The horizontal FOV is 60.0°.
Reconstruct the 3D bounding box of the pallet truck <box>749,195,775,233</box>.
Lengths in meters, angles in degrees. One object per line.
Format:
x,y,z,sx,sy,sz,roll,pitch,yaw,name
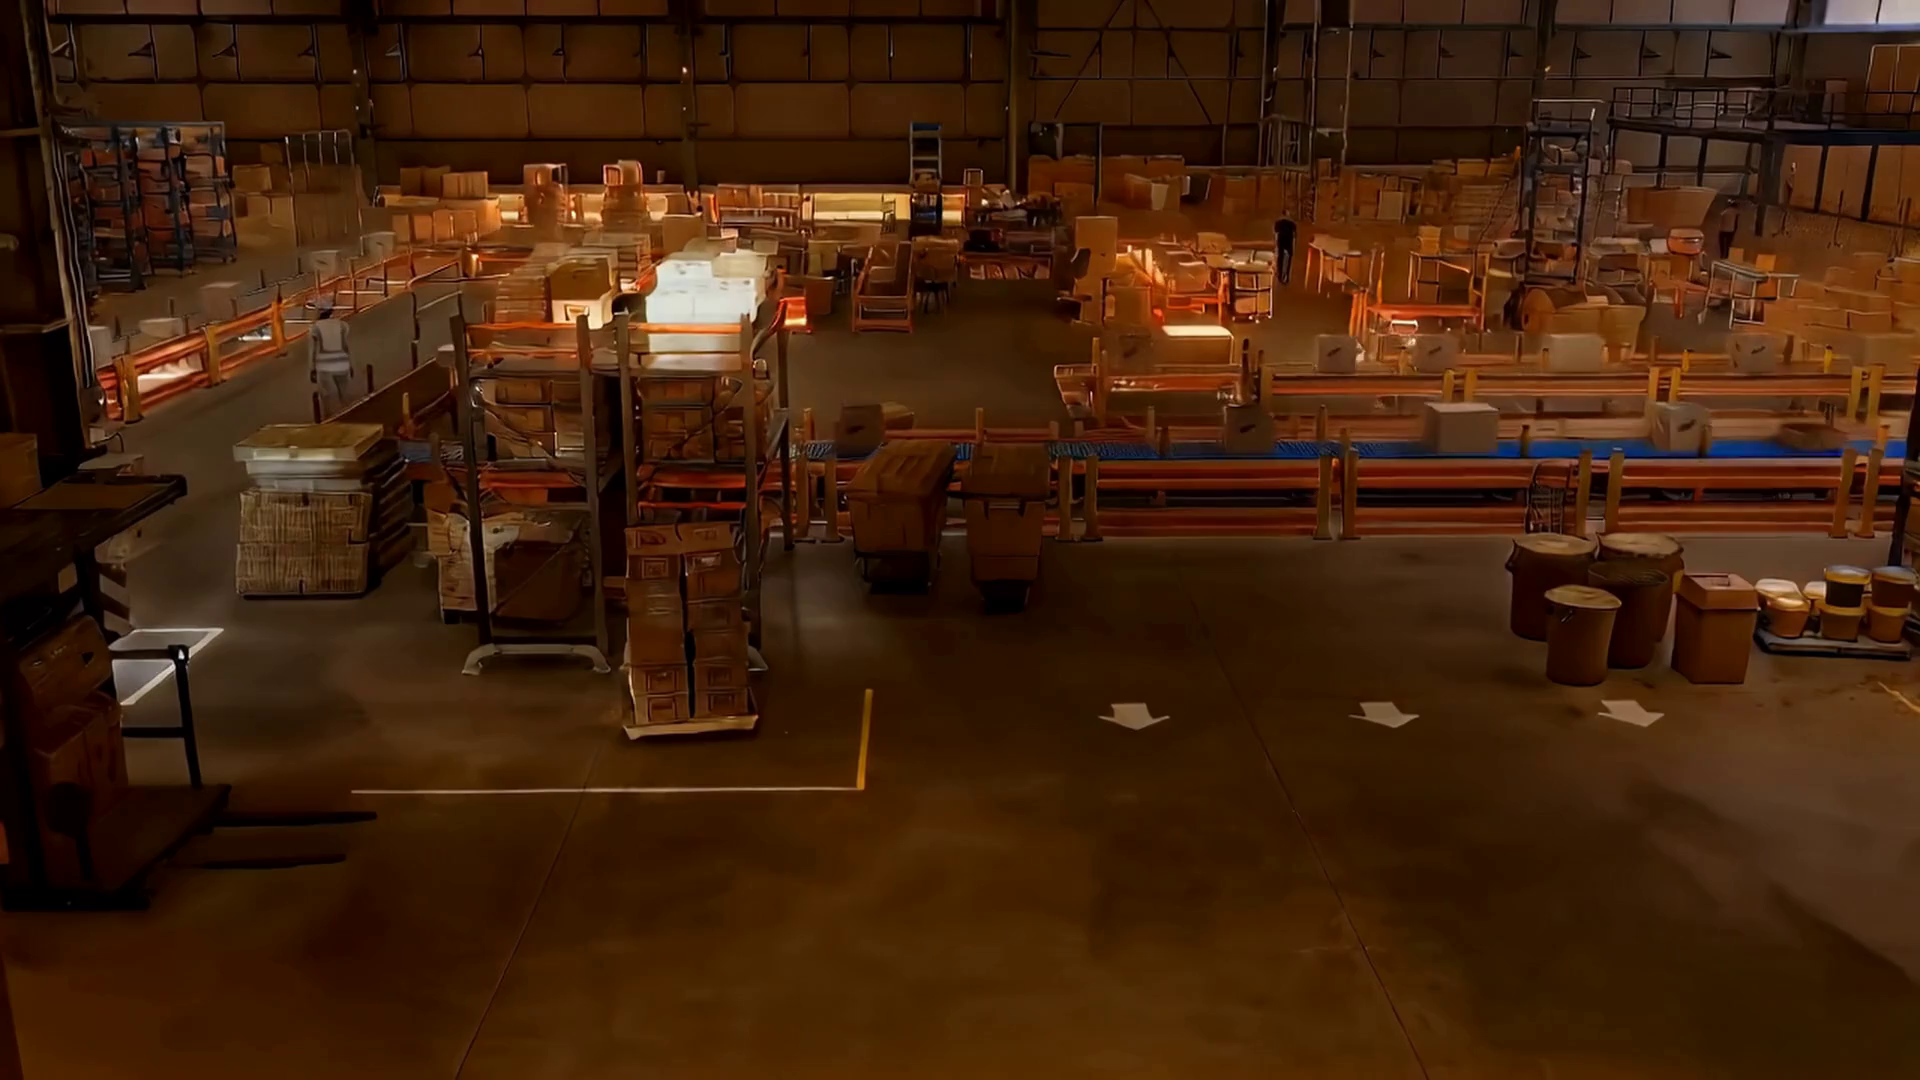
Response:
-6.051,-9.967,50.660,0.680,1.201,1.601,0,16,-1,pallet truck

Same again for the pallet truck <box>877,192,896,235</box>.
-2.277,-9.986,50.594,0.653,1.274,1.630,0,16,-1,pallet truck

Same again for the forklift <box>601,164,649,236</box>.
-9.948,-10.127,49.296,1.157,1.987,2.680,-1,16,-3,forklift

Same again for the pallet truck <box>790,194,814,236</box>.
-4.814,-9.883,50.259,0.704,1.261,1.522,-1,16,-3,pallet truck

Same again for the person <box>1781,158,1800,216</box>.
28.136,-11.933,56.270,0.623,1.918,0.408,-14,21,-39,person

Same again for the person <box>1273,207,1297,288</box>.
7.482,-6.718,38.306,0.534,1.840,0.806,3,16,11,person

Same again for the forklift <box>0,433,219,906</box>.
-5.952,0.780,10.366,1.873,2.768,1.129,0,16,-1,forklift

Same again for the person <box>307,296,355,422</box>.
-8.746,-2.421,23.152,0.615,1.945,0.404,-12,20,-36,person

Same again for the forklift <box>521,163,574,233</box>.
-12.233,-10.122,49.298,1.157,1.987,2.680,0,16,-1,forklift

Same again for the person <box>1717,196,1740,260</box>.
19.645,-7.903,42.553,0.531,1.754,0.406,3,16,11,person

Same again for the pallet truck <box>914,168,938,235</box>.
-0.989,-10.316,50.507,0.823,1.965,1.885,1,16,3,pallet truck

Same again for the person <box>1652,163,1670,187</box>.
22.934,-11.385,54.423,0.342,1.882,0.579,-11,19,-34,person

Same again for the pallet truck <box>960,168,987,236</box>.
0.383,-10.230,50.206,0.823,1.965,1.885,-1,16,-3,pallet truck
